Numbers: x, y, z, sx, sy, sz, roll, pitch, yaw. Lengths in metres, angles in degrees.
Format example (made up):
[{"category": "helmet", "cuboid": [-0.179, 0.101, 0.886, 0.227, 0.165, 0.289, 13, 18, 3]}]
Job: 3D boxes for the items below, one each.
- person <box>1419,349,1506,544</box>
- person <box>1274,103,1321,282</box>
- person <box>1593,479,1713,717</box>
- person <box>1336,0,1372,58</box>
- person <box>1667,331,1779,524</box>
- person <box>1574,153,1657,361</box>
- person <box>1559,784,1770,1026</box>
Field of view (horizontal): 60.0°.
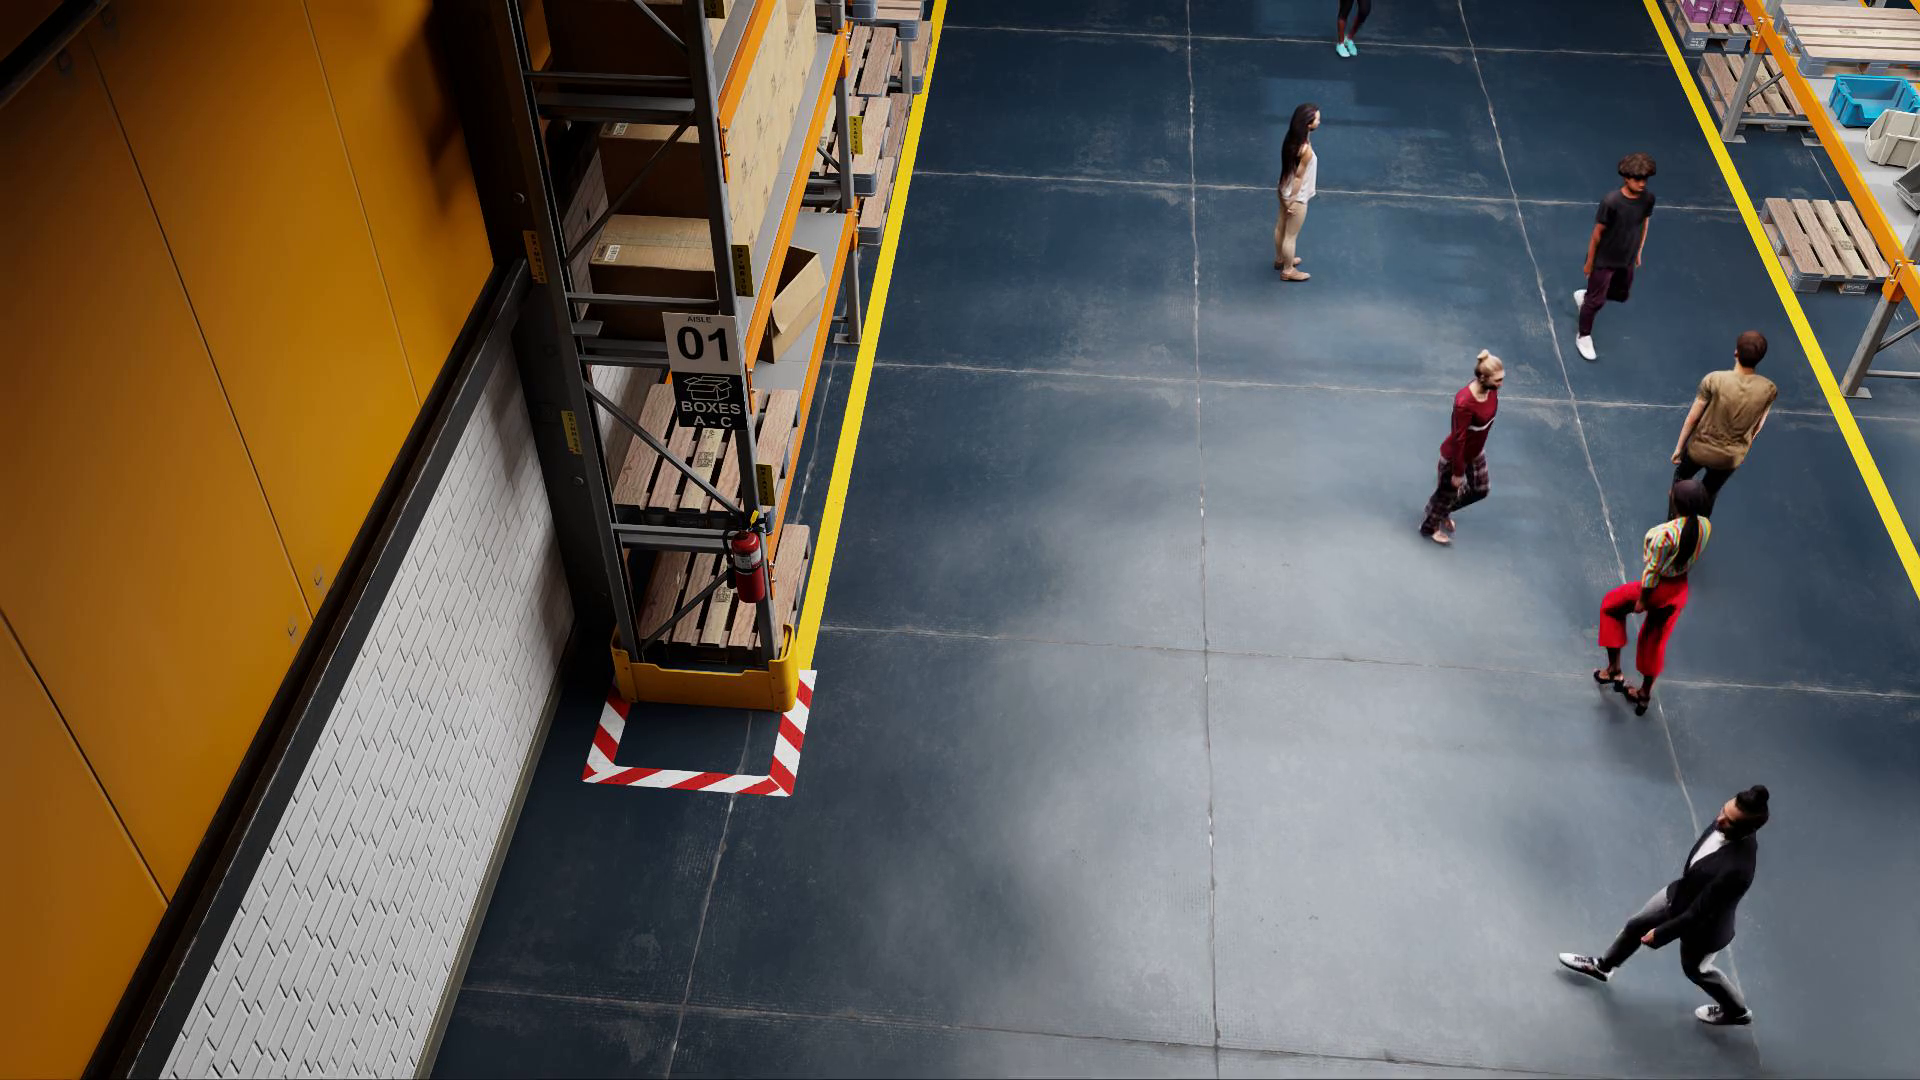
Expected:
[{"category": "person", "cuboid": [3.470, -0.666, 11.676, 0.757, 1.694, 0.820, -31, 51, -28]}, {"category": "person", "cuboid": [2.817, -2.943, 14.095, 0.677, 1.653, 0.615, -27, 50, -25]}, {"category": "person", "cuboid": [4.419, 0.409, 10.495, 0.771, 1.766, 0.889, -18, 47, -18]}, {"category": "person", "cuboid": [4.021, -5.798, 17.050, 0.634, 1.711, 0.683, -7, 44, -7]}, {"category": "person", "cuboid": [5.215, -0.549, 11.457, 0.744, 1.827, 0.791, 12, 45, 12]}, {"category": "person", "cuboid": [5.232, -2.346, 13.384, 0.814, 1.770, 0.942, -11, 45, -12]}, {"category": "person", "cuboid": [3.988, 1.987, 8.732, 0.869, 1.914, 1.213, 9, 44, 10]}]
